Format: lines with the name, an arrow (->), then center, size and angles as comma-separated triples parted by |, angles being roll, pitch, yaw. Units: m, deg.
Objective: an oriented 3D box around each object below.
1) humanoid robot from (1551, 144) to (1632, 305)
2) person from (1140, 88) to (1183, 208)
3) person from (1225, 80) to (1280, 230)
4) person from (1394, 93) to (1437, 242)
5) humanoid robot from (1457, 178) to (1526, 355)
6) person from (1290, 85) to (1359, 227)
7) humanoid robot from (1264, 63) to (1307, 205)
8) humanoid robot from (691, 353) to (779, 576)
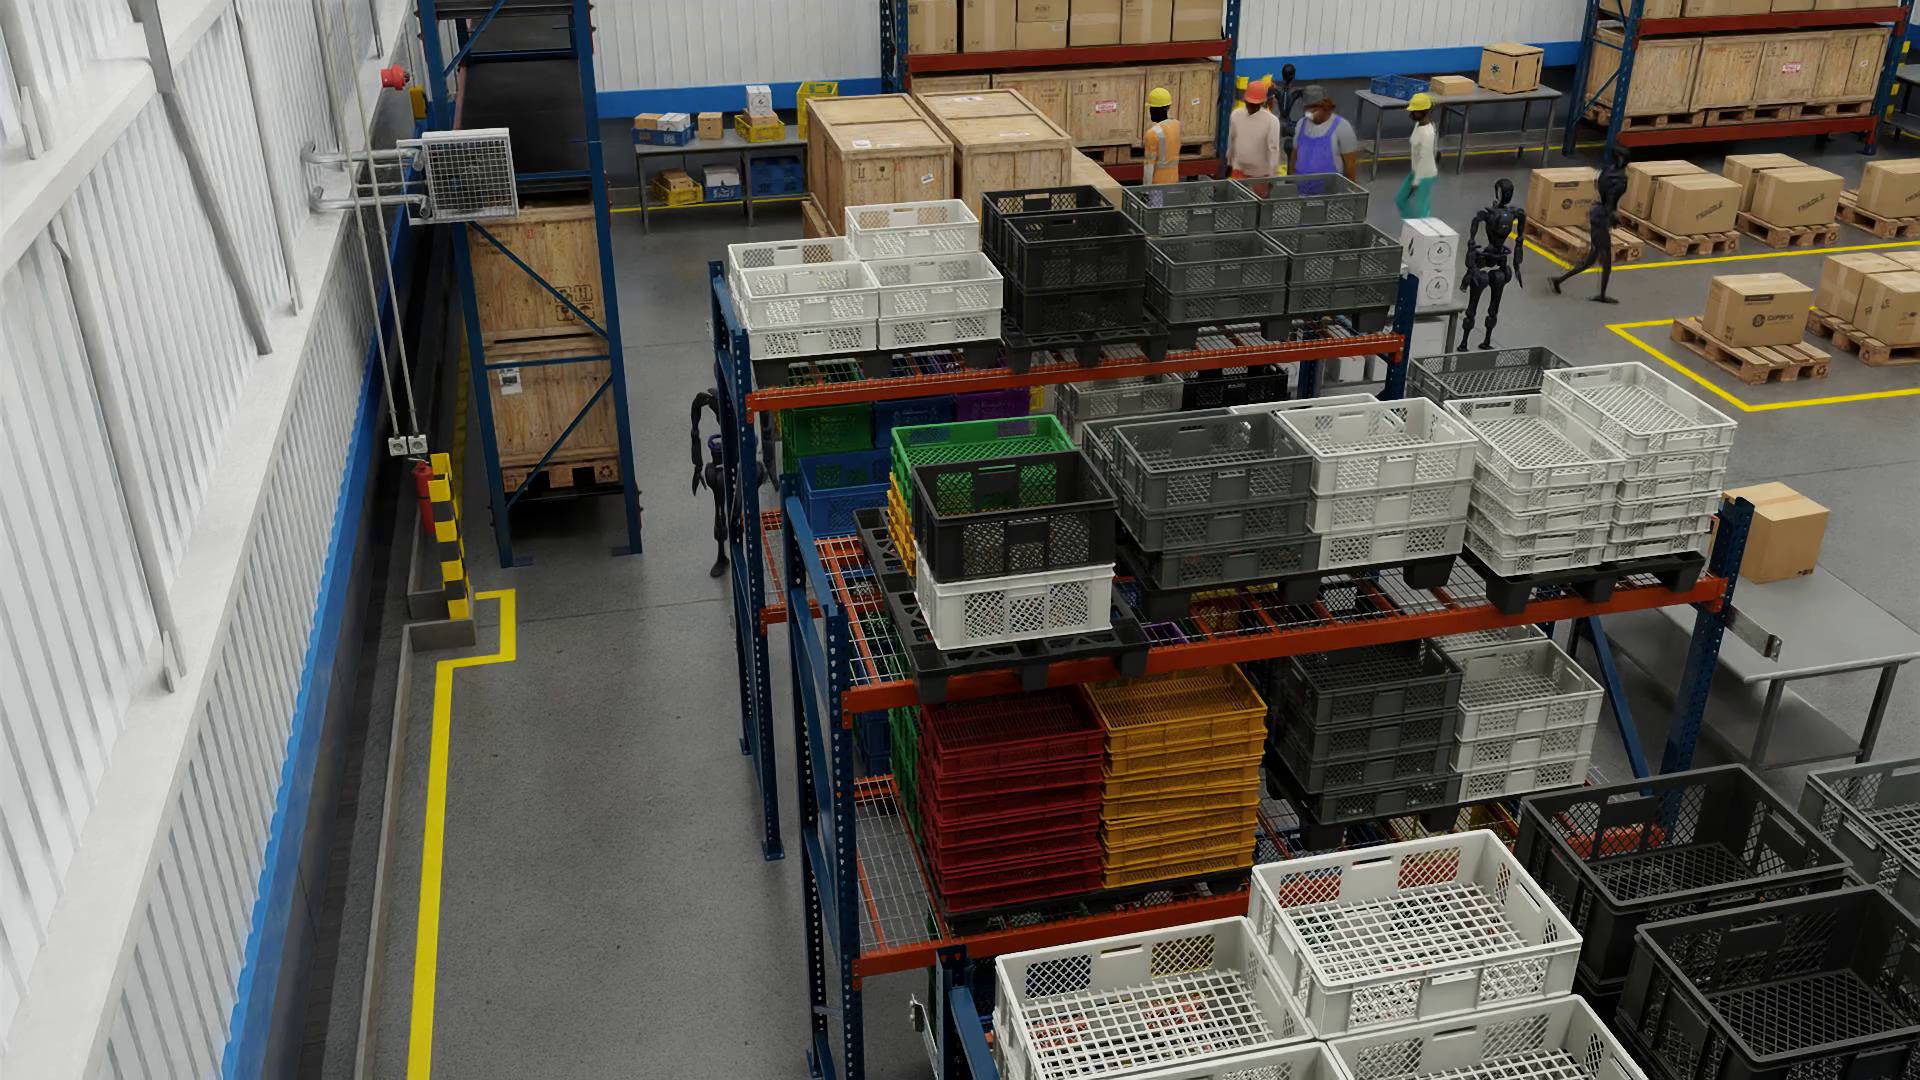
humanoid robot -> 6.350, -3.155, 16.555 | 0.628, 1.631, 0.610 | 7, 29, 14
person -> 2.075, -3.758, 17.413 | 0.405, 1.918, 0.582 | 20, 34, 33
person -> 3.121, -3.992, 17.854 | 0.681, 1.926, 1.016 | 18, 33, 30
person -> 4.928, -3.947, 17.953 | 0.571, 1.739, 0.579 | 2, 28, 3
humanoid robot -> 4.878, -2.490, 15.245 | 0.589, 1.657, 0.327 | -6, 28, -11
person -> 3.726, -3.690, 17.150 | 0.805, 2.000, 0.535 | 23, 35, 37
humanoid robot -> 3.800, -4.756, 19.542 | 0.589, 1.660, 0.327 | 7, 29, 13
humanoid robot -> -1.559, -0.516, 11.501 | 0.612, 1.657, 0.320 | -2, 28, -4
